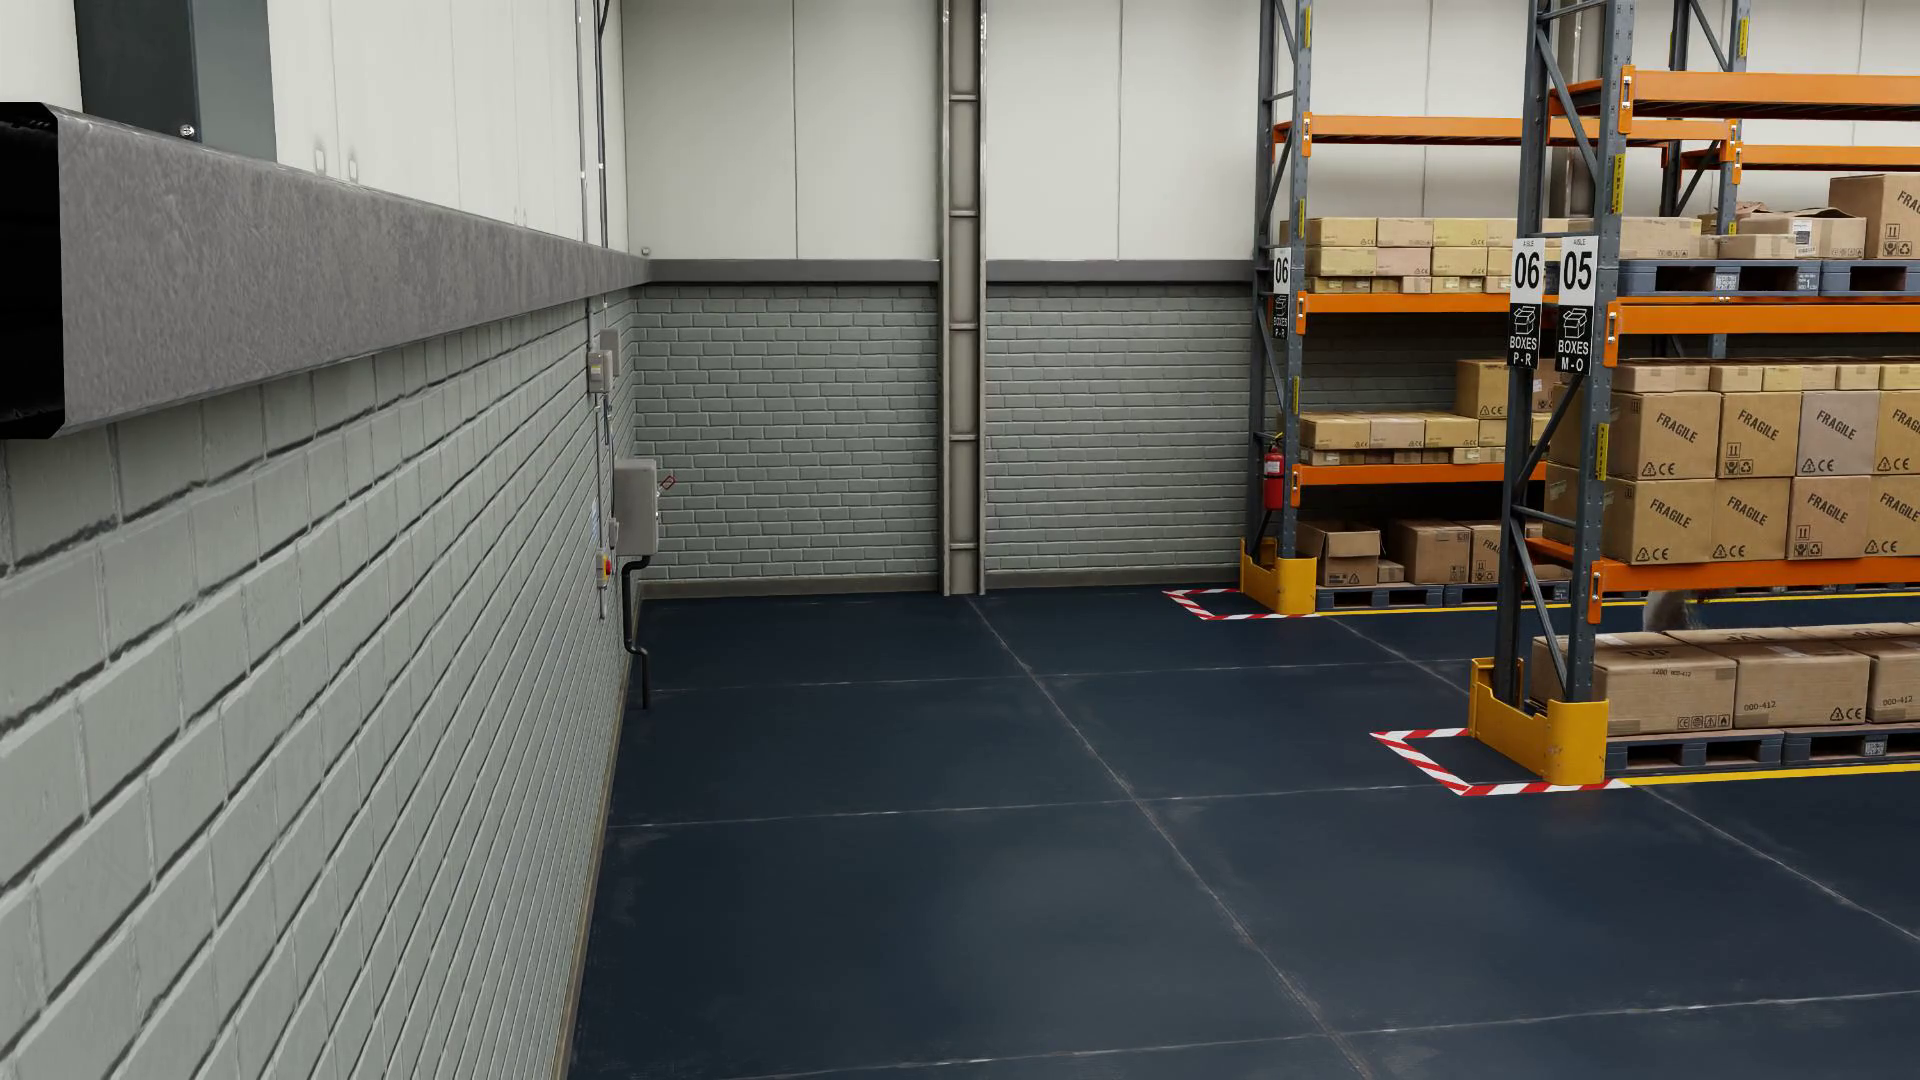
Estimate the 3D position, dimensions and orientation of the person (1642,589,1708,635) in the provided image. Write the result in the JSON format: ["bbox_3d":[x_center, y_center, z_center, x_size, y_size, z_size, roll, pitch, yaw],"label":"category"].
[{"bbox_3d":[4.884,0.221,11.630,1.027,1.882,0.658,-2,9,-11],"label":"person"}]
